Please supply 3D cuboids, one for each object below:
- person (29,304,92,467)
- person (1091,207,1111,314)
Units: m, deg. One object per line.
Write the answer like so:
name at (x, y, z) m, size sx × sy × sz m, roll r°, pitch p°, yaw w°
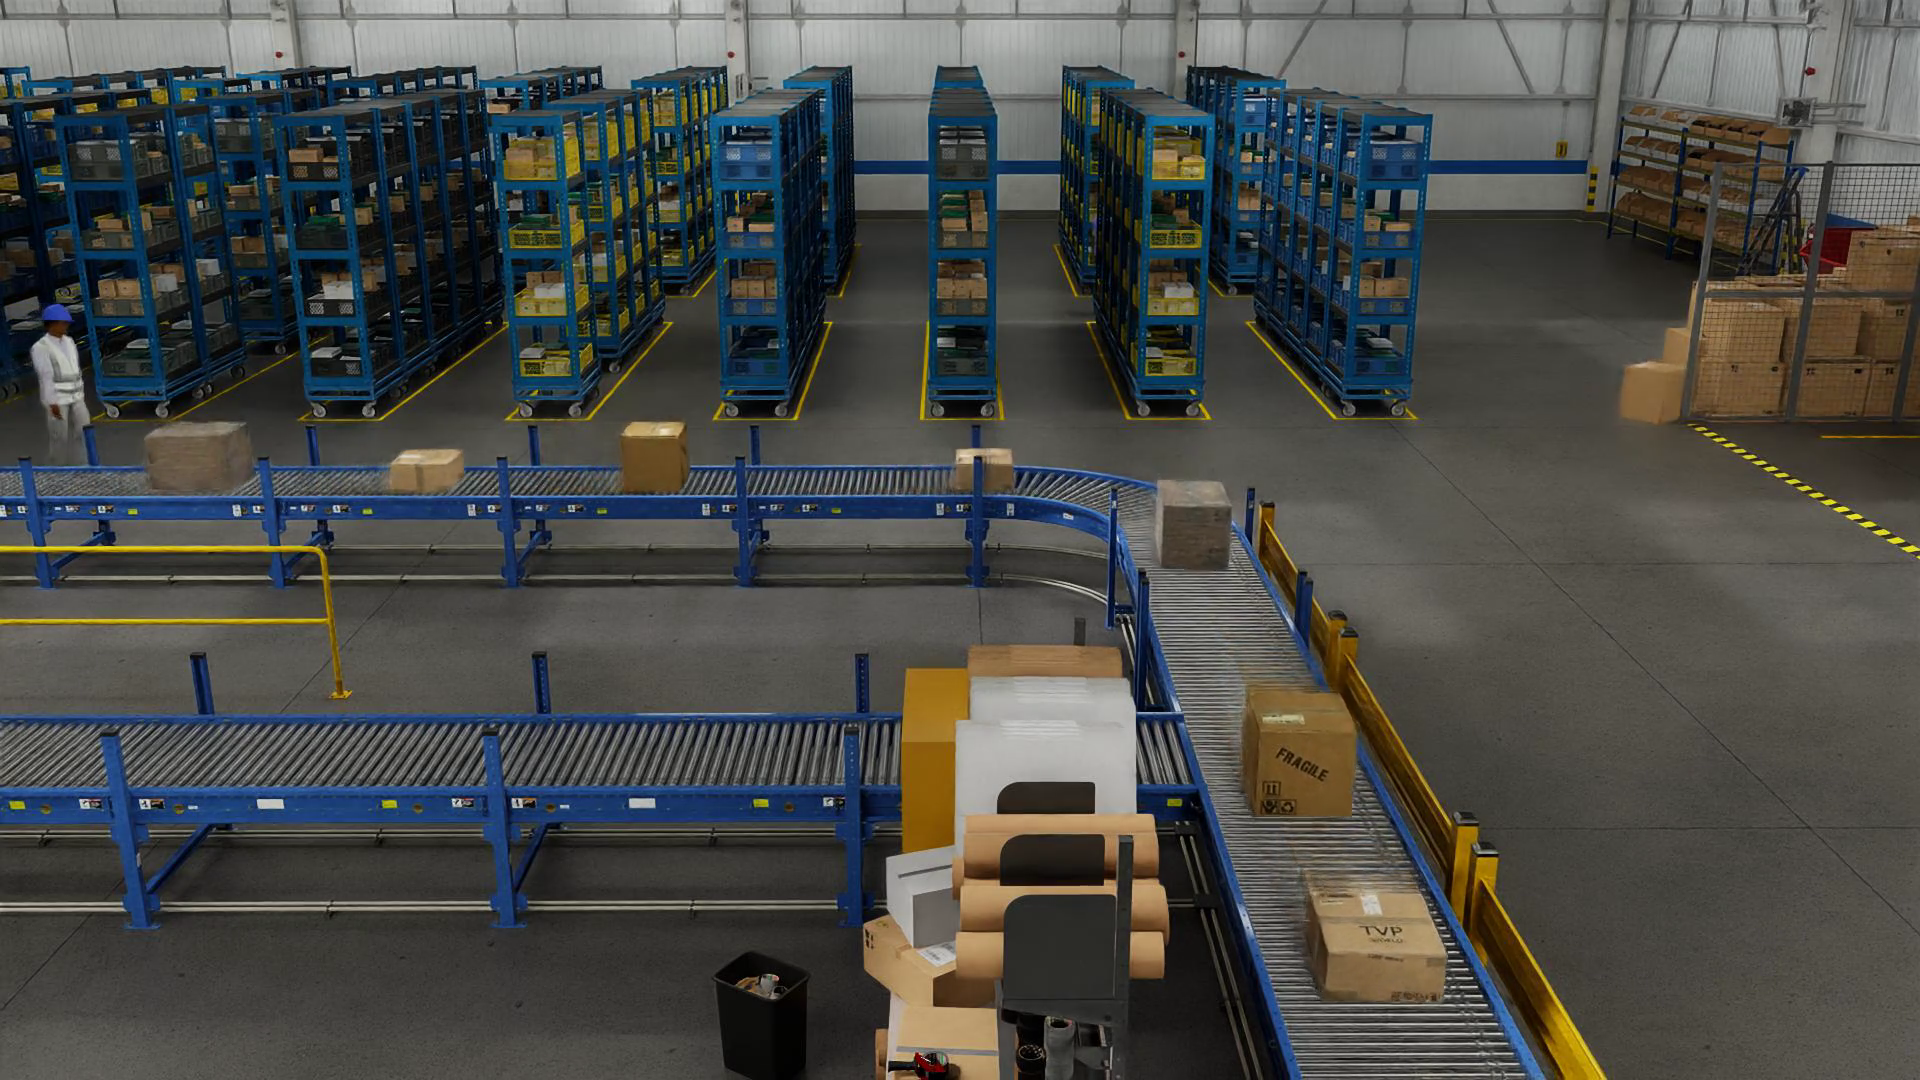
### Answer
person at (-9.166, -1.439, 16.986) m, size 0.675 × 1.908 × 0.675 m, roll 4°, pitch 18°, yaw 13°
person at (2.332, -4.497, 26.524) m, size 0.565 × 1.838 × 0.384 m, roll 11°, pitch 21°, yaw 31°
